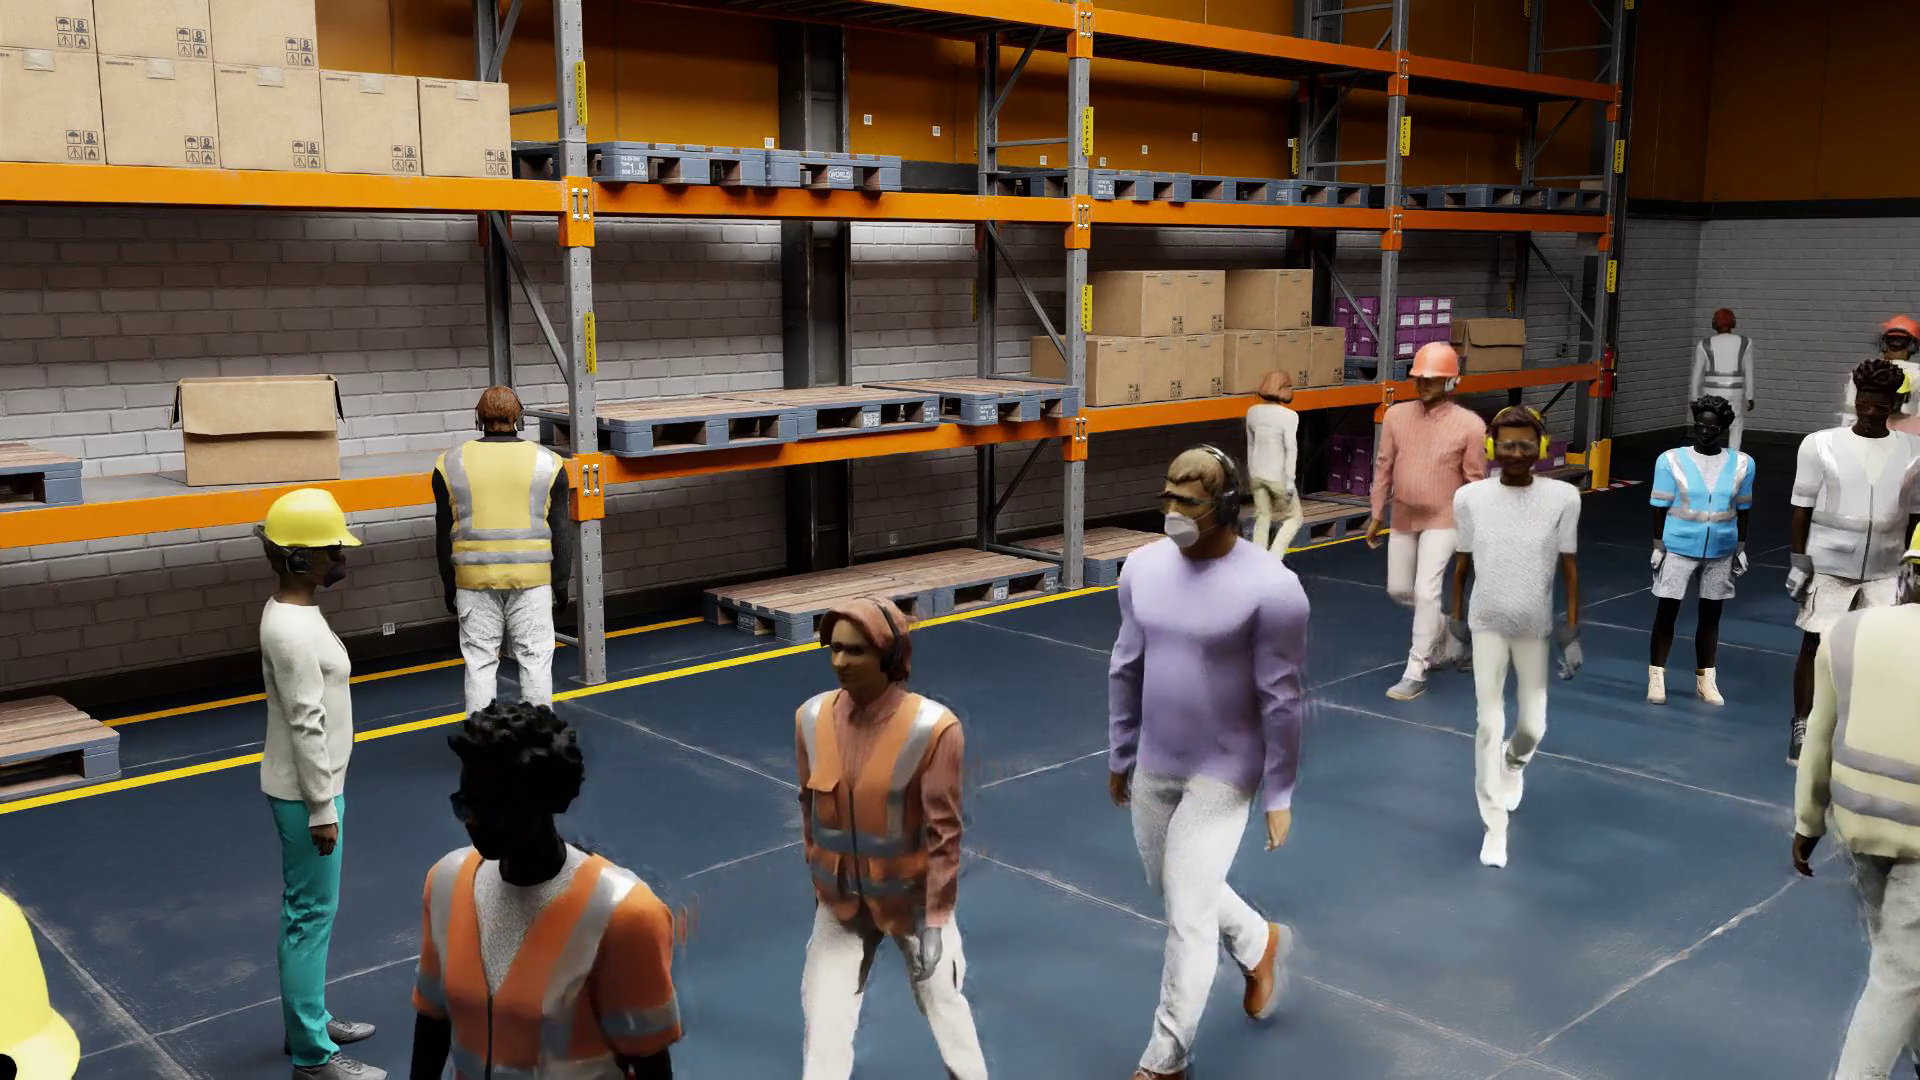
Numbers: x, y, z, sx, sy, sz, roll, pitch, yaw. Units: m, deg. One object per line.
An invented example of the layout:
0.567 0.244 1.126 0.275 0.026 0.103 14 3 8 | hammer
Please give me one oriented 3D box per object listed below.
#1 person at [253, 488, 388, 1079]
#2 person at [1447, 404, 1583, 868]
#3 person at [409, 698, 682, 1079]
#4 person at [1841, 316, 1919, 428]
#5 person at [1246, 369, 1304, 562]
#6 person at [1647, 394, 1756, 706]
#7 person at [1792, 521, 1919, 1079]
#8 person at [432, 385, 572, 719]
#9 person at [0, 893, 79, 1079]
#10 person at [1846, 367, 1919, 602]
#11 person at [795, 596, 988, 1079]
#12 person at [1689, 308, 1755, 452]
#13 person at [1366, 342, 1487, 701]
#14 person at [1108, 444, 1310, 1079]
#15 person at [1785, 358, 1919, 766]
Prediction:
-1.888 0.725 4.901 0.317 1.766 0.533 -4 11 -24 | person
2.273 0.356 6.816 0.532 1.853 0.717 3 10 17 | person
-0.807 1.113 2.917 0.544 1.664 0.769 6 11 31 | person
6.616 -0.560 11.742 0.614 2.007 0.851 -9 13 -42 | person
2.292 -0.439 12.140 0.338 1.624 0.505 -8 13 -40 | person
4.000 0.056 9.008 0.536 1.699 0.322 1 10 8 | person
2.657 0.780 4.538 0.940 1.777 0.613 -5 11 -29 | person
-2.141 0.191 7.847 0.618 1.836 0.431 -2 10 -14 | person
-0.904 1.218 1.539 0.368 1.928 0.585 4 10 21 | person
5.802 -0.218 10.434 0.548 1.751 0.412 6 11 30 | person
-0.184 0.914 4.274 0.509 1.602 0.862 5 11 25 | person
8.205 -1.555 17.912 0.641 1.874 0.423 3 10 19 | person
2.636 -0.124 9.283 0.630 1.974 0.795 9 13 42 | person
0.743 0.656 4.885 0.863 1.913 0.639 -9 13 -43 | person
4.235 0.122 7.862 0.600 1.958 0.377 2 10 13 | person
